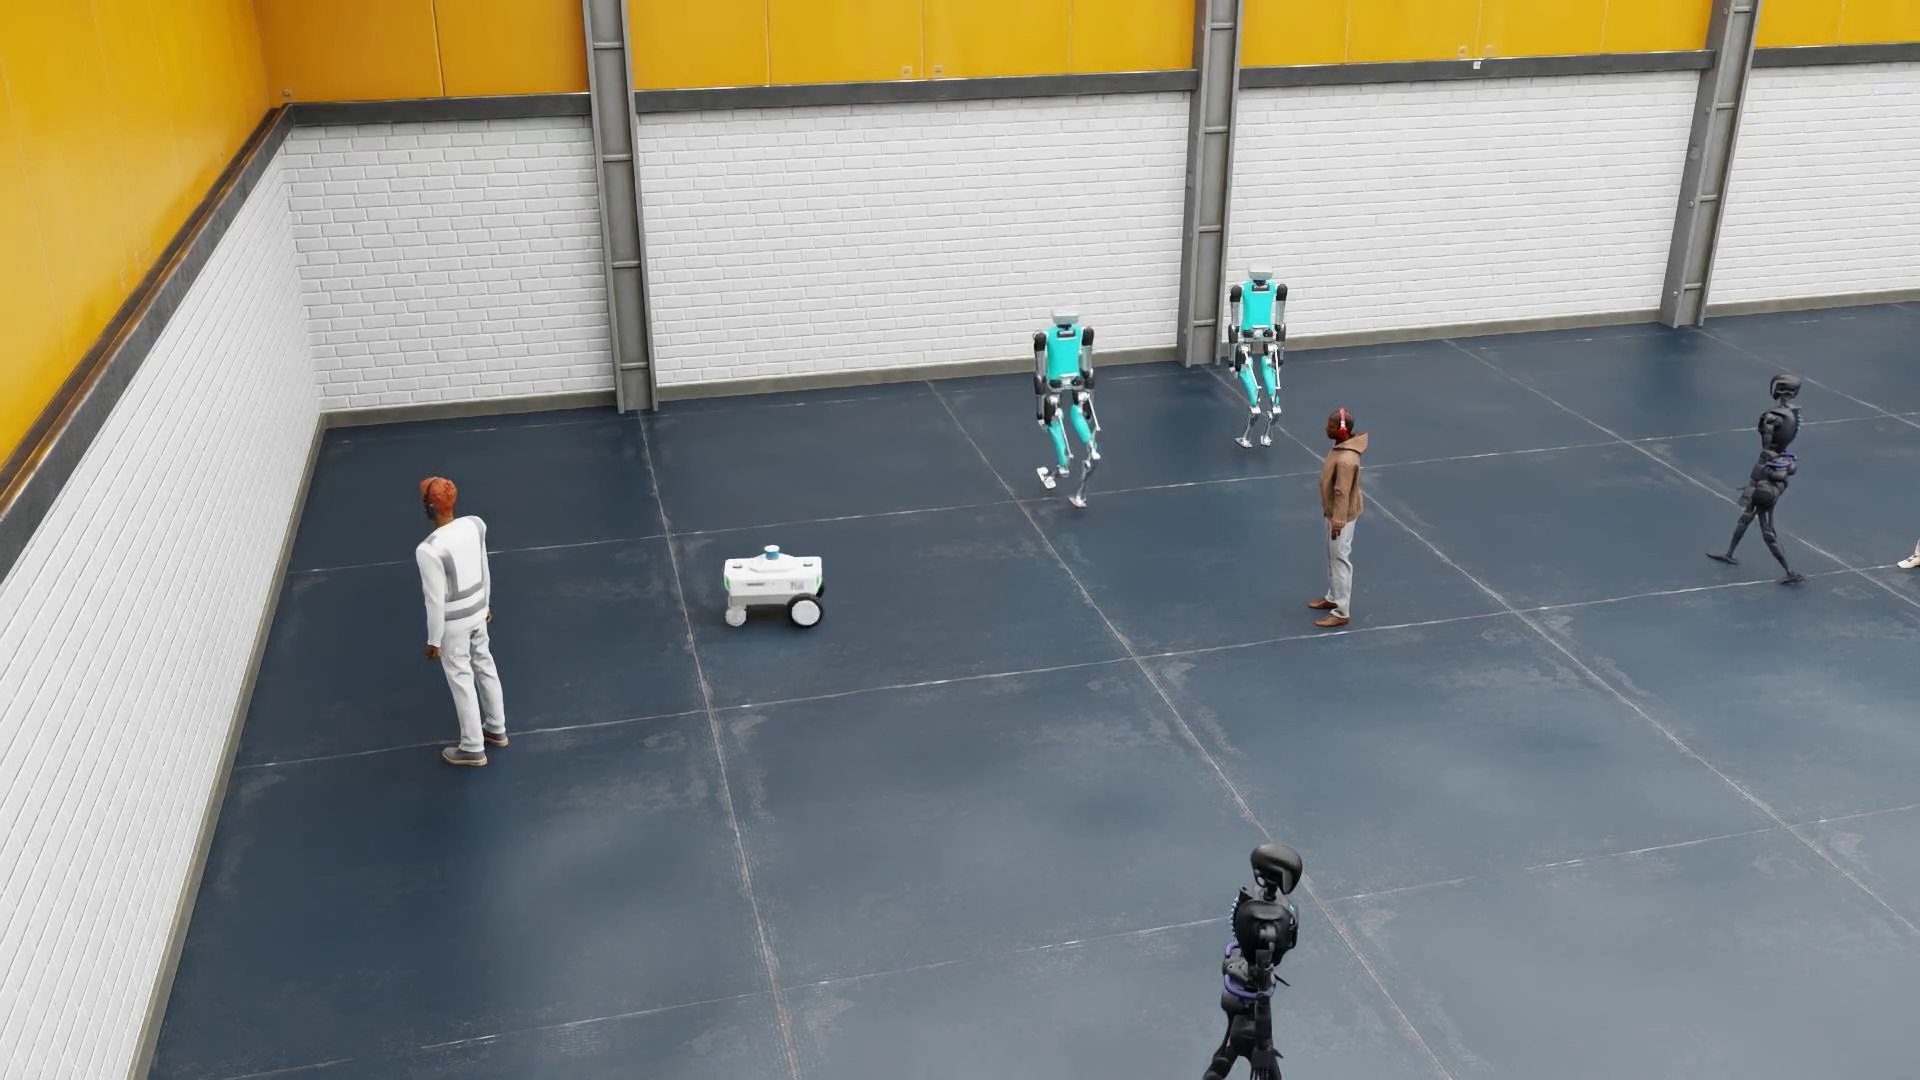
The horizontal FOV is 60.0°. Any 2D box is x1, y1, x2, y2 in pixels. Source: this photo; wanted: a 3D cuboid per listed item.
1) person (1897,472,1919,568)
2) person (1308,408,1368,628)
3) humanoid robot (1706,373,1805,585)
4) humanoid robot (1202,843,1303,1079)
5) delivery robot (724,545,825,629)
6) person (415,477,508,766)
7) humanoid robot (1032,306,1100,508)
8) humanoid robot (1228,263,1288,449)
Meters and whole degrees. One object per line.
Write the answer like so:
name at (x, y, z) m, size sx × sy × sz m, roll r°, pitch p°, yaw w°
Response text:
person at (7.589, -0.530, 12.716) m, size 0.333 × 1.759 × 0.526 m, roll -9°, pitch 25°, yaw -20°
person at (2.745, -0.171, 12.041) m, size 0.313 × 1.644 × 0.458 m, roll 1°, pitch 24°, yaw 3°
humanoid robot at (6.247, -0.475, 12.773) m, size 0.780 × 1.646 × 0.610 m, roll 21°, pitch 31°, yaw 39°
humanoid robot at (1.321, 1.974, 7.184) m, size 0.754 × 1.627 × 0.608 m, roll 4°, pitch 24°, yaw 8°
delivery robot at (-1.349, 0.339, 12.258) m, size 0.815 × 0.614 × 0.499 m, roll -2°, pitch 24°, yaw -4°
person at (-3.079, 0.499, 10.224) m, size 0.337 × 1.882 × 0.583 m, roll 9°, pitch 25°, yaw 19°
humanoid robot at (0.924, -1.059, 13.943) m, size 0.542 × 1.729 × 1.024 m, roll -7°, pitch 25°, yaw -15°
humanoid robot at (2.723, -1.618, 15.045) m, size 0.533 × 1.677 × 0.735 m, roll -2°, pitch 24°, yaw -4°
